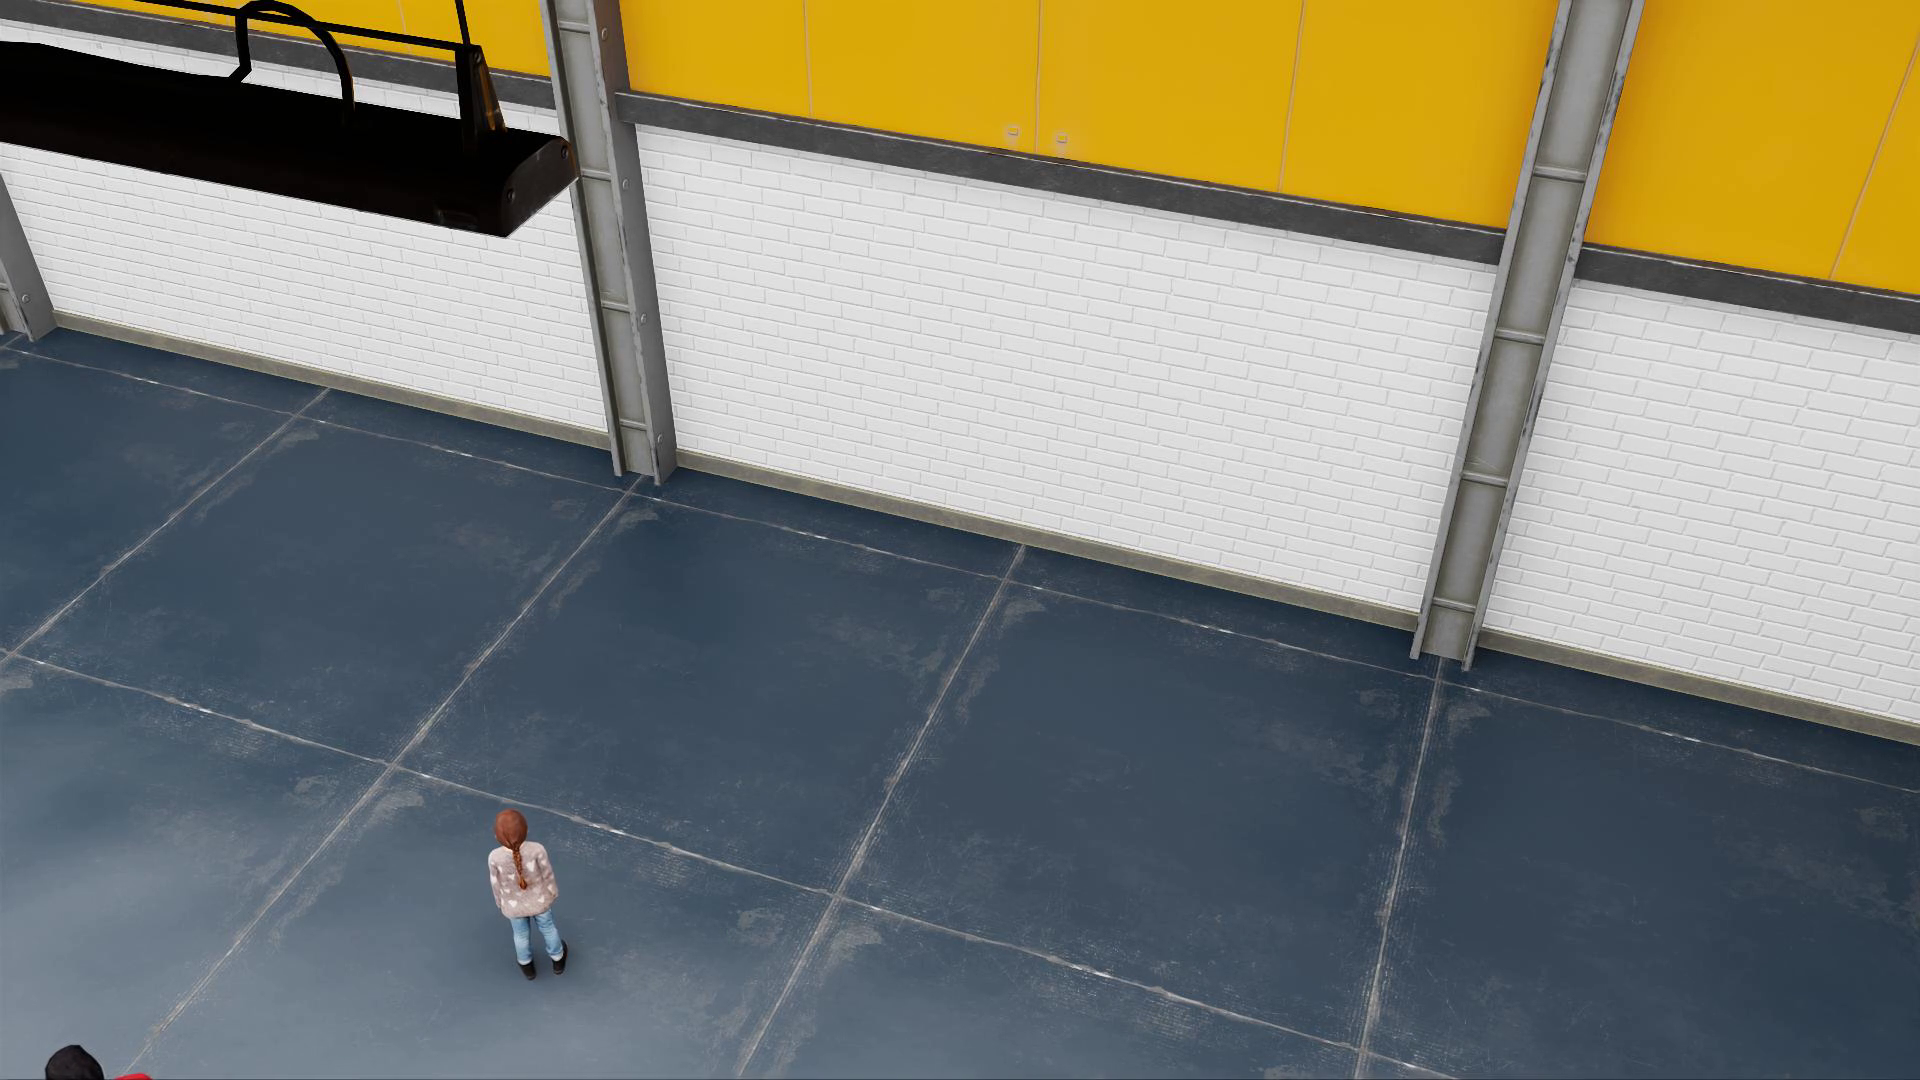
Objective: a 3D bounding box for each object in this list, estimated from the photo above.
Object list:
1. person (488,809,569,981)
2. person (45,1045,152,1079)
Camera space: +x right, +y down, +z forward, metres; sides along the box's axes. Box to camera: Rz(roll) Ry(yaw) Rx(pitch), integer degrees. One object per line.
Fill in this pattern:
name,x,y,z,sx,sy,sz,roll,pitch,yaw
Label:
person,-2.286,1.877,8.765,0.524,1.193,0.607,-9,39,-11
person,-3.493,2.775,7.088,0.600,1.883,0.693,10,40,12
